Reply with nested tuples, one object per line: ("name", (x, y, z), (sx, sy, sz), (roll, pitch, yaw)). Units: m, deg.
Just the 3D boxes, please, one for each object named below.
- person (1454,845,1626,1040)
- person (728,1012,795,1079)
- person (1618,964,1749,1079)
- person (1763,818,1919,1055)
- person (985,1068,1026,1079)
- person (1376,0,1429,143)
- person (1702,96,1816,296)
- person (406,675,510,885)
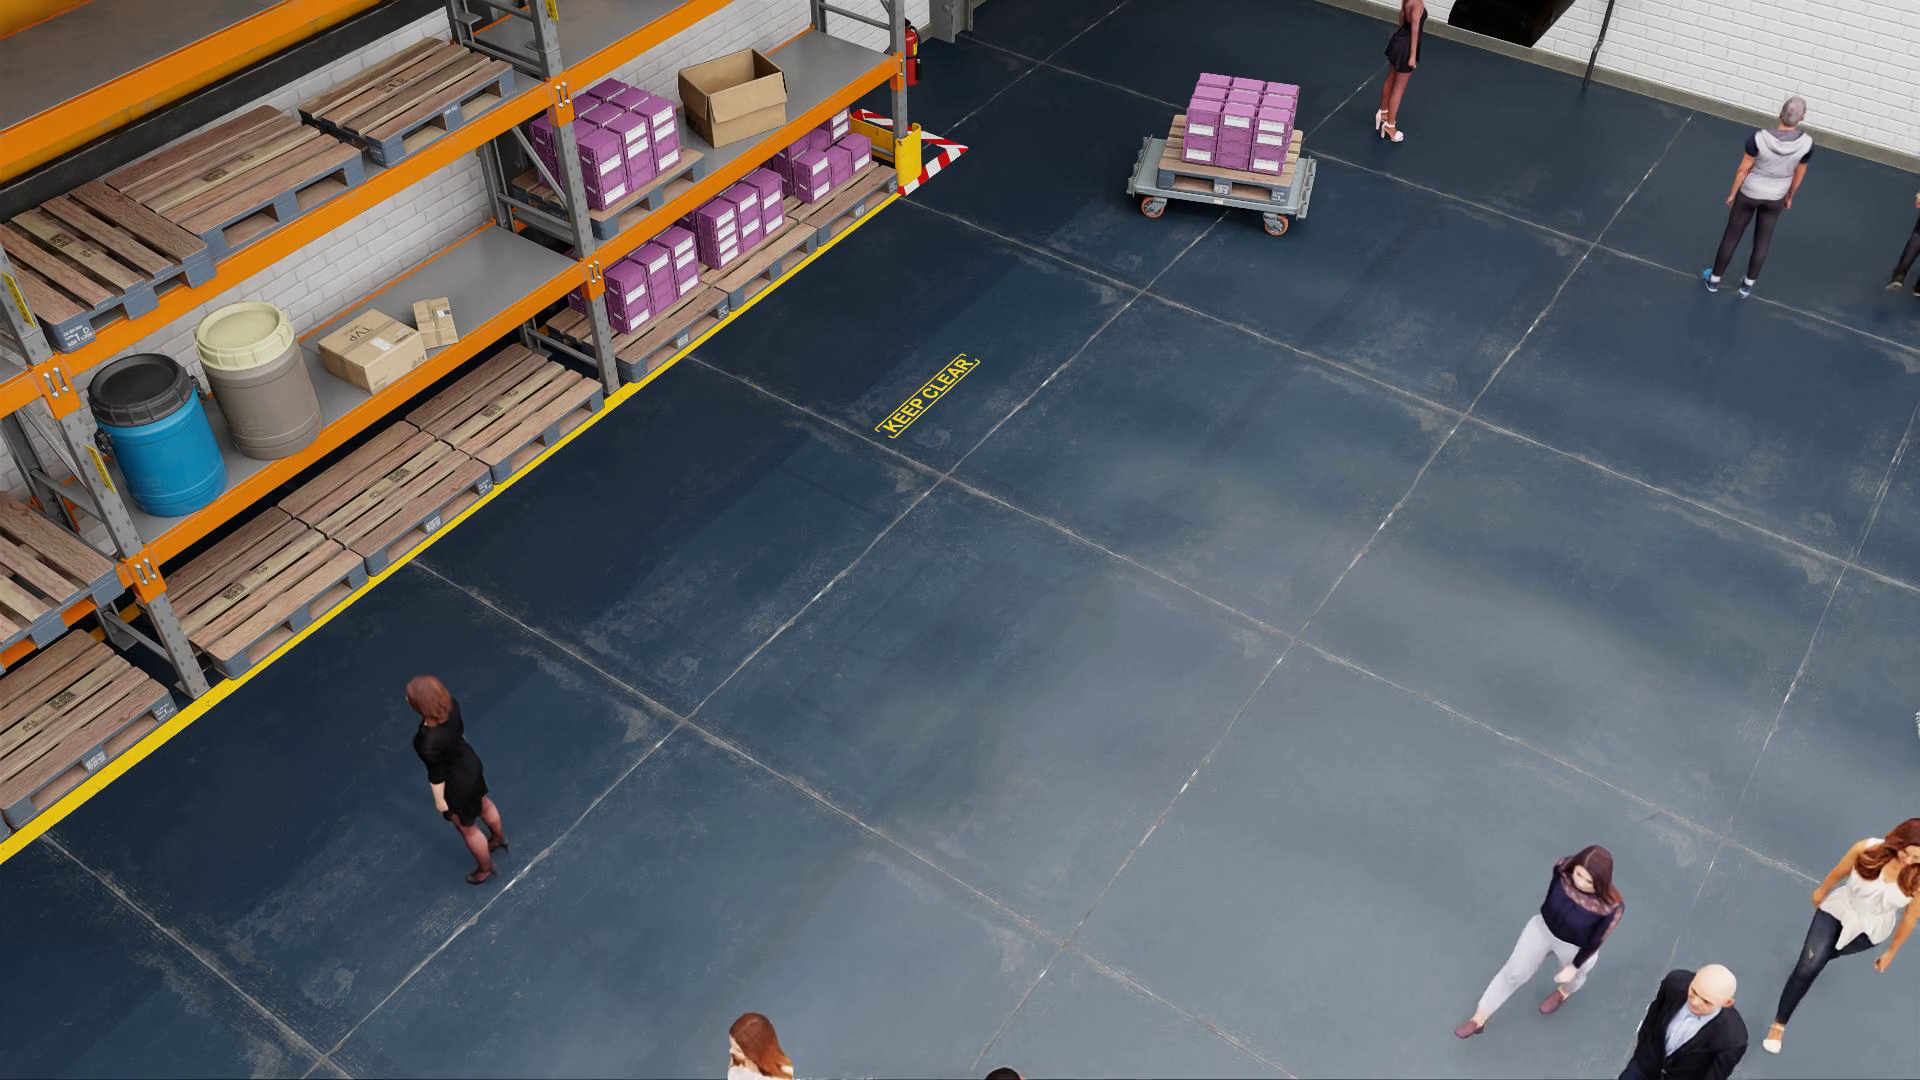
("person", (3.298, 2.143, 8.948), (1.127, 1.559, 0.838), (-24, 49, -23))
("person", (-0.876, 2.763, 8.185), (0.600, 1.715, 0.700), (32, 52, 29))
("person", (3.622, 2.622, 8.298), (1.177, 1.764, 0.970), (-24, 48, -23))
("person", (4.854, 1.985, 8.982), (0.633, 1.743, 1.094), (25, 49, 24))
("person", (0.213, 3.003, 7.978), (0.665, 1.653, 0.648), (-21, 47, -20))
("person", (4.269, -4.713, 15.980), (0.723, 1.789, 0.648), (-3, 44, -3))
("person", (6.769, -2.891, 14.037), (0.762, 1.830, 0.717), (9, 44, 9))
("person", (-2.906, 1.383, 9.643), (0.715, 1.702, 0.595), (4, 44, 4))
